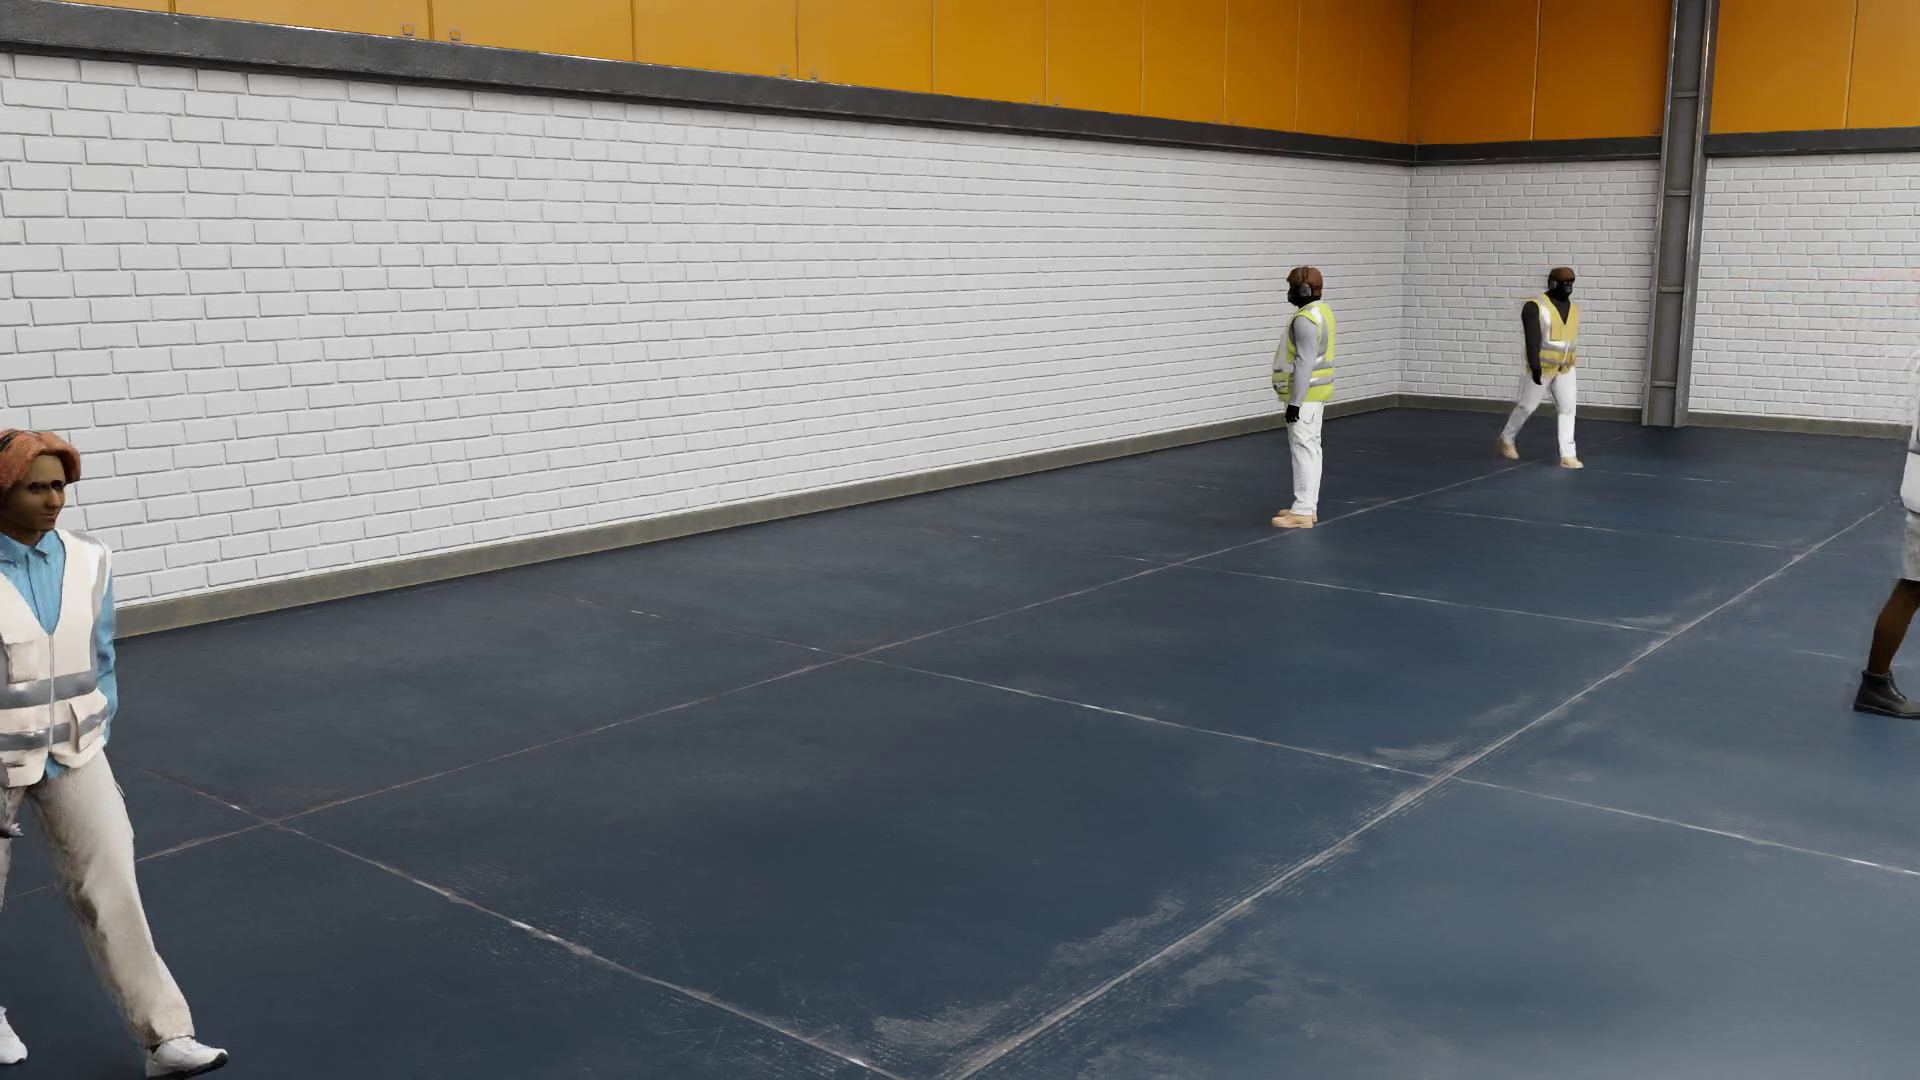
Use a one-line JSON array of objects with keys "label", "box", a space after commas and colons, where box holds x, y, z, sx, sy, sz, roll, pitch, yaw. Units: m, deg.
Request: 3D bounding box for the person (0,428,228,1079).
[{"label": "person", "box": [-2.162, 0.536, 3.922, 0.888, 1.583, 0.505, 6, 12, 31]}]

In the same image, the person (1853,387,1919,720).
[{"label": "person", "box": [4.221, -0.146, 6.837, 0.893, 1.903, 0.550, 8, 13, 38]}]

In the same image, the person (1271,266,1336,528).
[{"label": "person", "box": [2.417, -1.007, 11.767, 0.429, 1.843, 0.627, 4, 11, 21]}]

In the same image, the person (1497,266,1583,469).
[{"label": "person", "box": [5.287, -1.572, 15.032, 0.604, 1.803, 0.936, -3, 11, -15]}]
